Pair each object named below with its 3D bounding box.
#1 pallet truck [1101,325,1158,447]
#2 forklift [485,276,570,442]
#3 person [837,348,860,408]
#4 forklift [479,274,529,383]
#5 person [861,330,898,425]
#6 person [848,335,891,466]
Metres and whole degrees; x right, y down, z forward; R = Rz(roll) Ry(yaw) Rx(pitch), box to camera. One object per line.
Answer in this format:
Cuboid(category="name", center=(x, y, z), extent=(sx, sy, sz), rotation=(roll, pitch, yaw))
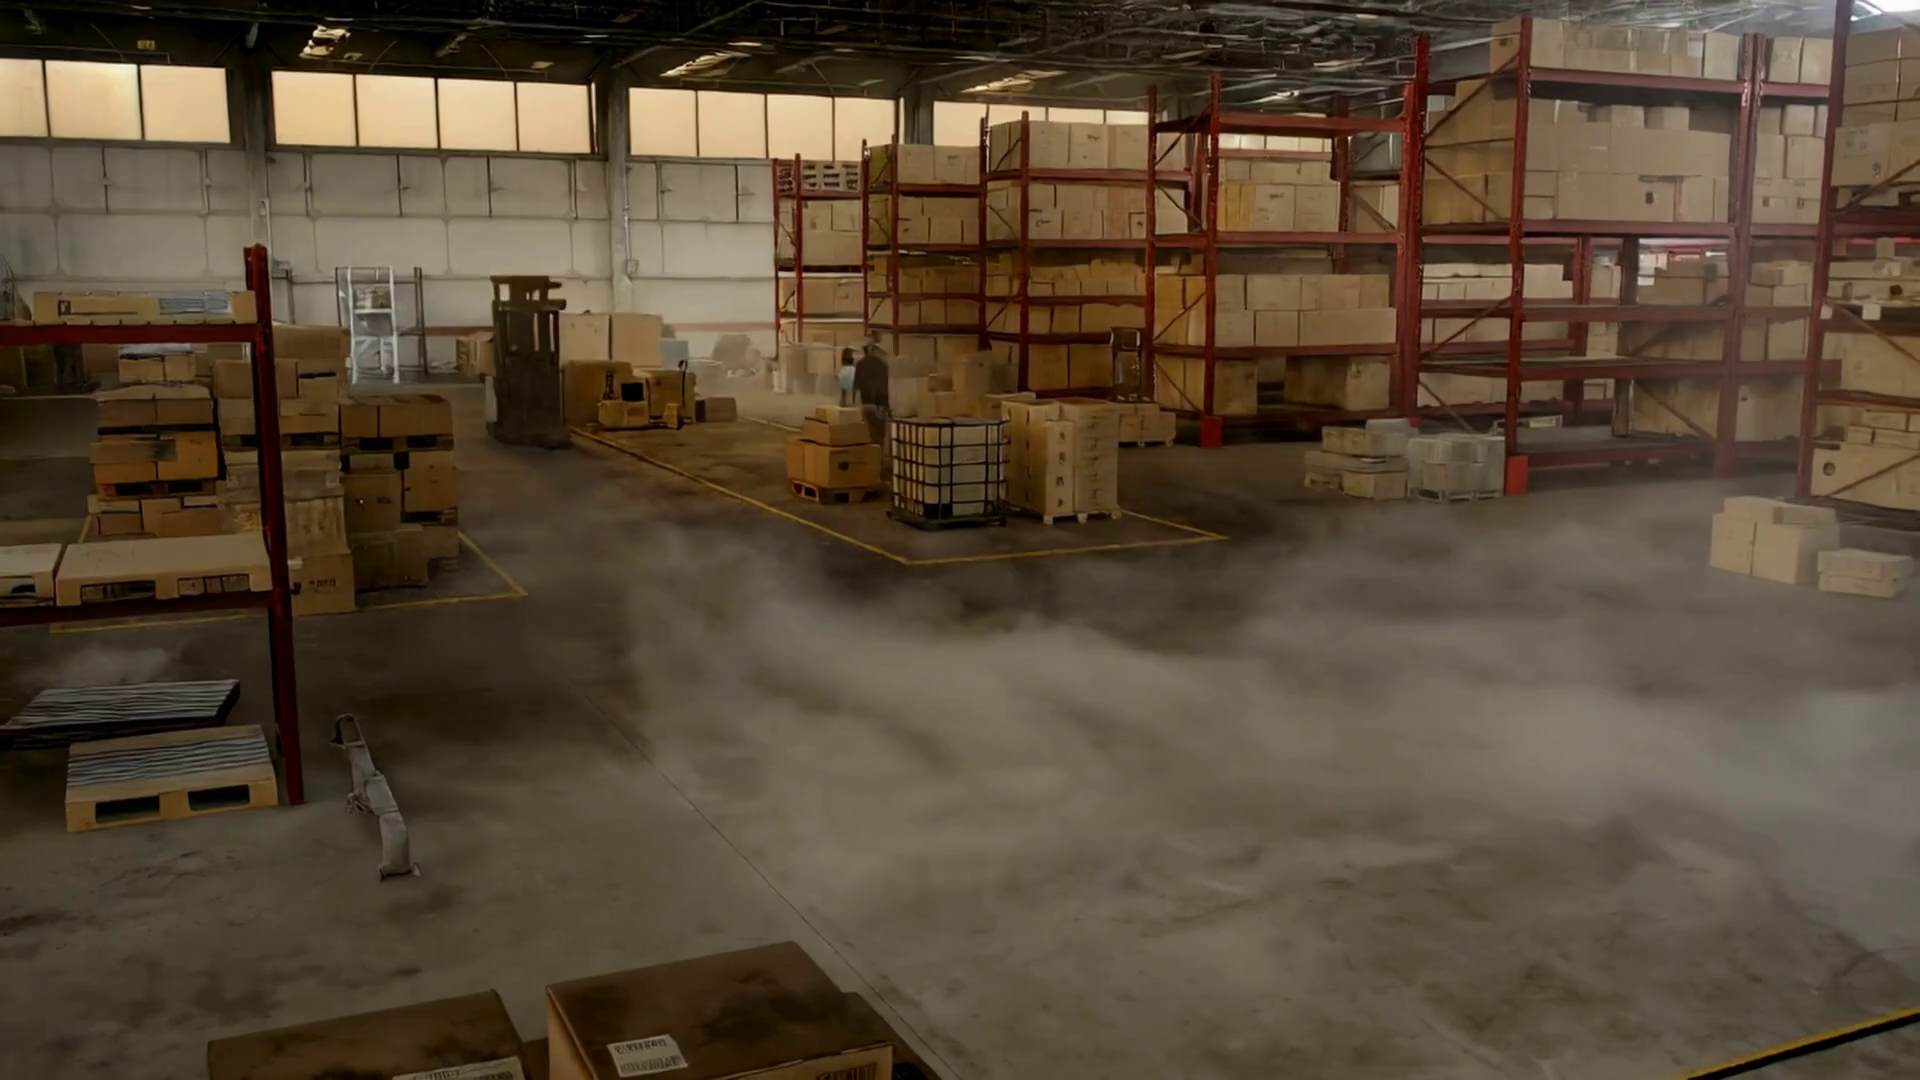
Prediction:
Cuboid(category="pallet truck", center=(2.881, -2.596, 27.923), extent=(0.823, 1.965, 1.885), rotation=(-1, 9, -7))
Cuboid(category="forklift", center=(-7.568, -3.176, 28.794), extent=(1.129, 2.768, 1.873), rotation=(-4, 10, -26))
Cuboid(category="person", center=(-1.749, -2.162, 26.150), extent=(0.321, 1.699, 0.537), rotation=(4, 10, 25))
Cuboid(category="forklift", center=(-11.268, -5.375, 42.435), extent=(1.873, 2.768, 1.129), rotation=(-4, 10, -25))
Cuboid(category="person", center=(-1.537, -2.946, 30.628), extent=(0.680, 1.829, 0.623), rotation=(-4, 10, -21))
Cuboid(category="person", center=(-1.316, -2.096, 24.984), extent=(0.994, 1.957, 0.620), rotation=(8, 12, 40))
